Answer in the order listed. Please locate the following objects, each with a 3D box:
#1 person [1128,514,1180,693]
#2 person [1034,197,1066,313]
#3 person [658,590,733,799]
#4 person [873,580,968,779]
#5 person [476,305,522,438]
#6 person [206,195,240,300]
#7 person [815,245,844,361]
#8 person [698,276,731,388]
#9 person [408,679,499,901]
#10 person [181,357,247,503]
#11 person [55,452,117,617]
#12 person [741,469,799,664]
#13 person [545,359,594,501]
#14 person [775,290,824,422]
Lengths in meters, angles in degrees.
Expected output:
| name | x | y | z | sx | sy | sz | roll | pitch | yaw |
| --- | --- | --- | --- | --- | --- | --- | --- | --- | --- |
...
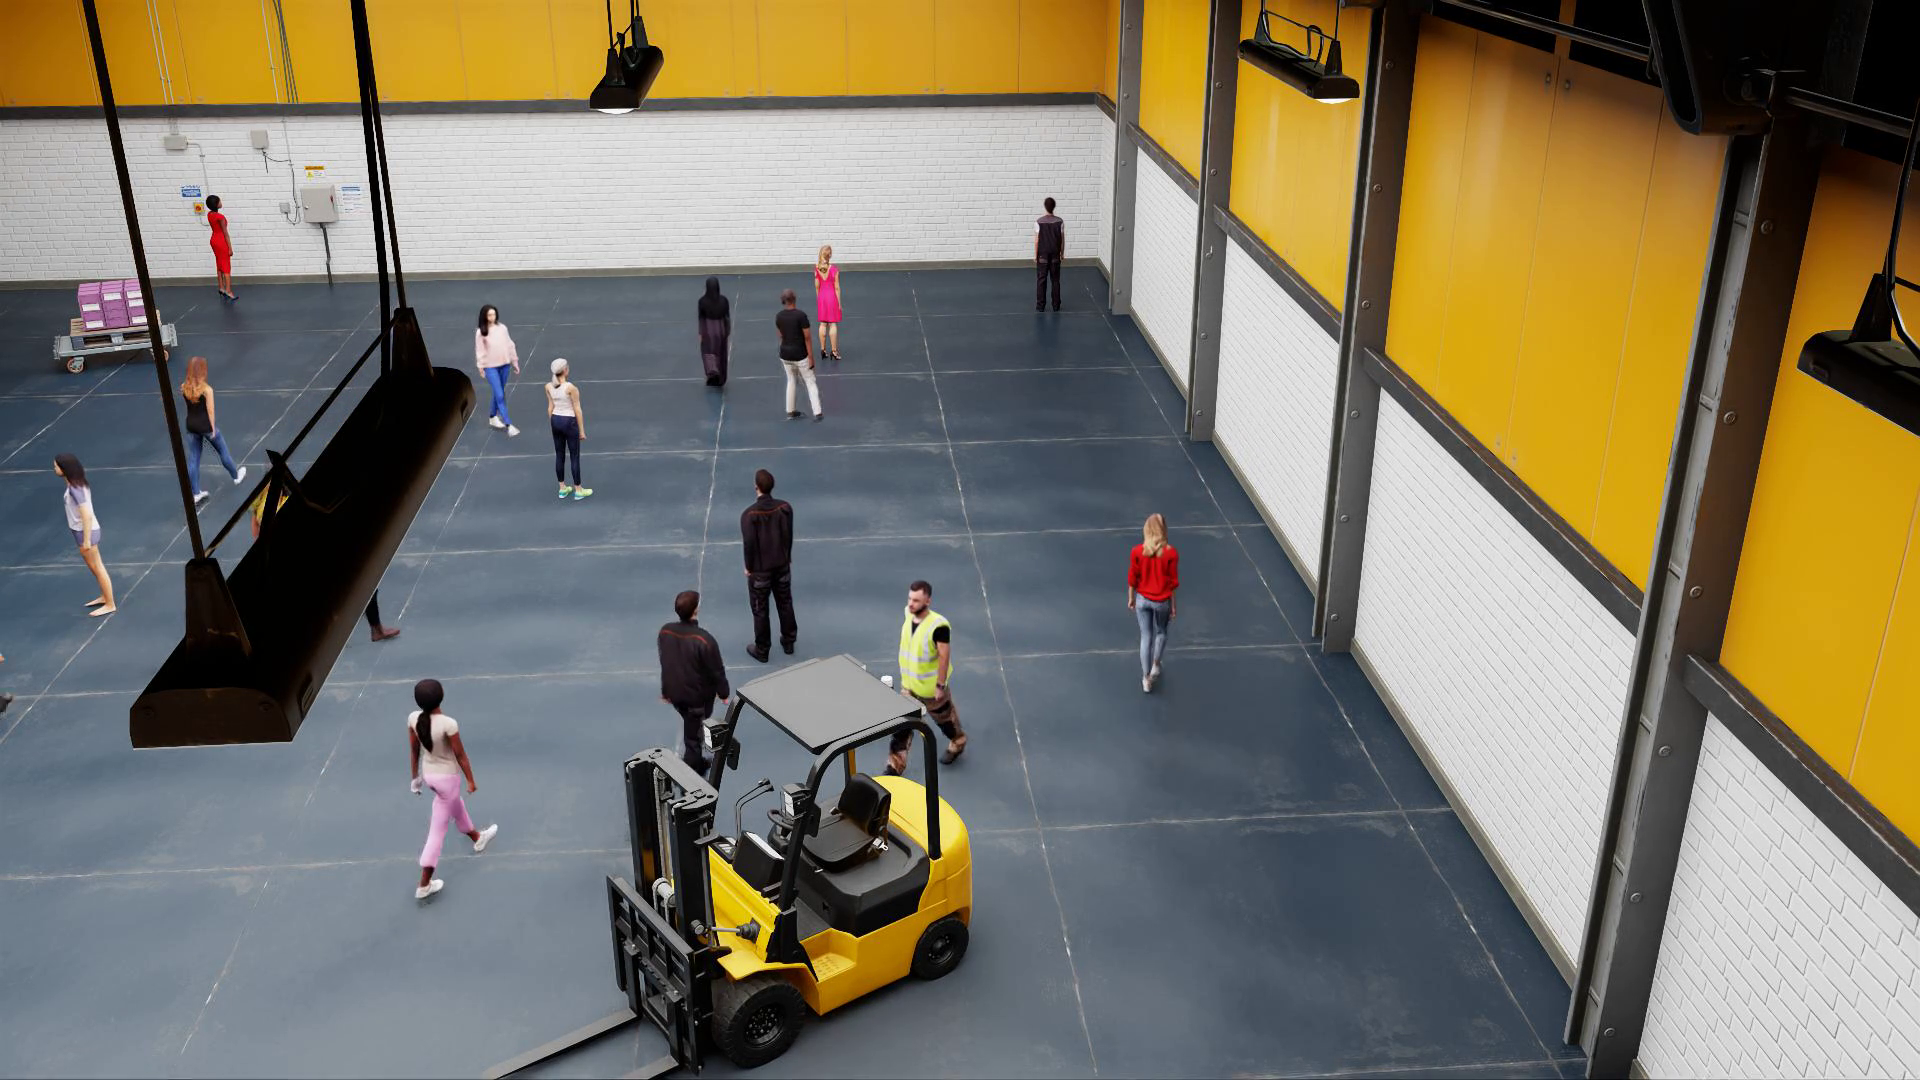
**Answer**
| name | x | y | z | sx | sy | sz | roll | pitch | yaw |
| --- | --- | --- | --- | --- | --- | --- | --- | --- | --- |
| person | 1.768 | 0.610 | 15.247 | 0.745 | 1.687 | 0.837 | 4 | 24 | 10 |
| person | 1.451 | -4.649 | 27.076 | 0.648 | 1.849 | 0.545 | -2 | 24 | -5 |
| person | -2.237 | 1.302 | 13.500 | 0.951 | 1.818 | 1.020 | 12 | 26 | 26 |
| person | -0.238 | 1.155 | 13.869 | 1.243 | 1.791 | 1.273 | 20 | 31 | 38 |
| person | -6.077 | -2.225 | 21.698 | 1.183 | 1.714 | 1.083 | 21 | 31 | 40 |
| person | -12.342 | -4.886 | 27.752 | 0.637 | 1.740 | 0.686 | 16 | 28 | 32 |
| person | -1.961 | -3.527 | 24.658 | 0.662 | 1.728 | 0.696 | 12 | 26 | 26 |
| person | -3.463 | -2.906 | 23.394 | 0.649 | 1.604 | 0.841 | -4 | 24 | -10 |
| person | -3.904 | 1.865 | 12.374 | 0.998 | 1.687 | 1.254 | 10 | 26 | 23 |
| person | -8.962 | -1.261 | 19.548 | 0.737 | 1.671 | 1.093 | 3 | 24 | 6 |
| person | -8.814 | -0.079 | 16.767 | 0.715 | 1.731 | 0.588 | -13 | 27 | -28 |
| person | -1.821 | 0.230 | 15.832 | 0.776 | 1.915 | 0.763 | -14 | 27 | -29 |
| person | -4.658 | -1.314 | 19.623 | 0.671 | 1.707 | 0.667 | 8 | 25 | 18 |
| person | -2.243 | -2.426 | 22.074 | 0.888 | 1.780 | 0.901 | 18 | 29 | 35 |
